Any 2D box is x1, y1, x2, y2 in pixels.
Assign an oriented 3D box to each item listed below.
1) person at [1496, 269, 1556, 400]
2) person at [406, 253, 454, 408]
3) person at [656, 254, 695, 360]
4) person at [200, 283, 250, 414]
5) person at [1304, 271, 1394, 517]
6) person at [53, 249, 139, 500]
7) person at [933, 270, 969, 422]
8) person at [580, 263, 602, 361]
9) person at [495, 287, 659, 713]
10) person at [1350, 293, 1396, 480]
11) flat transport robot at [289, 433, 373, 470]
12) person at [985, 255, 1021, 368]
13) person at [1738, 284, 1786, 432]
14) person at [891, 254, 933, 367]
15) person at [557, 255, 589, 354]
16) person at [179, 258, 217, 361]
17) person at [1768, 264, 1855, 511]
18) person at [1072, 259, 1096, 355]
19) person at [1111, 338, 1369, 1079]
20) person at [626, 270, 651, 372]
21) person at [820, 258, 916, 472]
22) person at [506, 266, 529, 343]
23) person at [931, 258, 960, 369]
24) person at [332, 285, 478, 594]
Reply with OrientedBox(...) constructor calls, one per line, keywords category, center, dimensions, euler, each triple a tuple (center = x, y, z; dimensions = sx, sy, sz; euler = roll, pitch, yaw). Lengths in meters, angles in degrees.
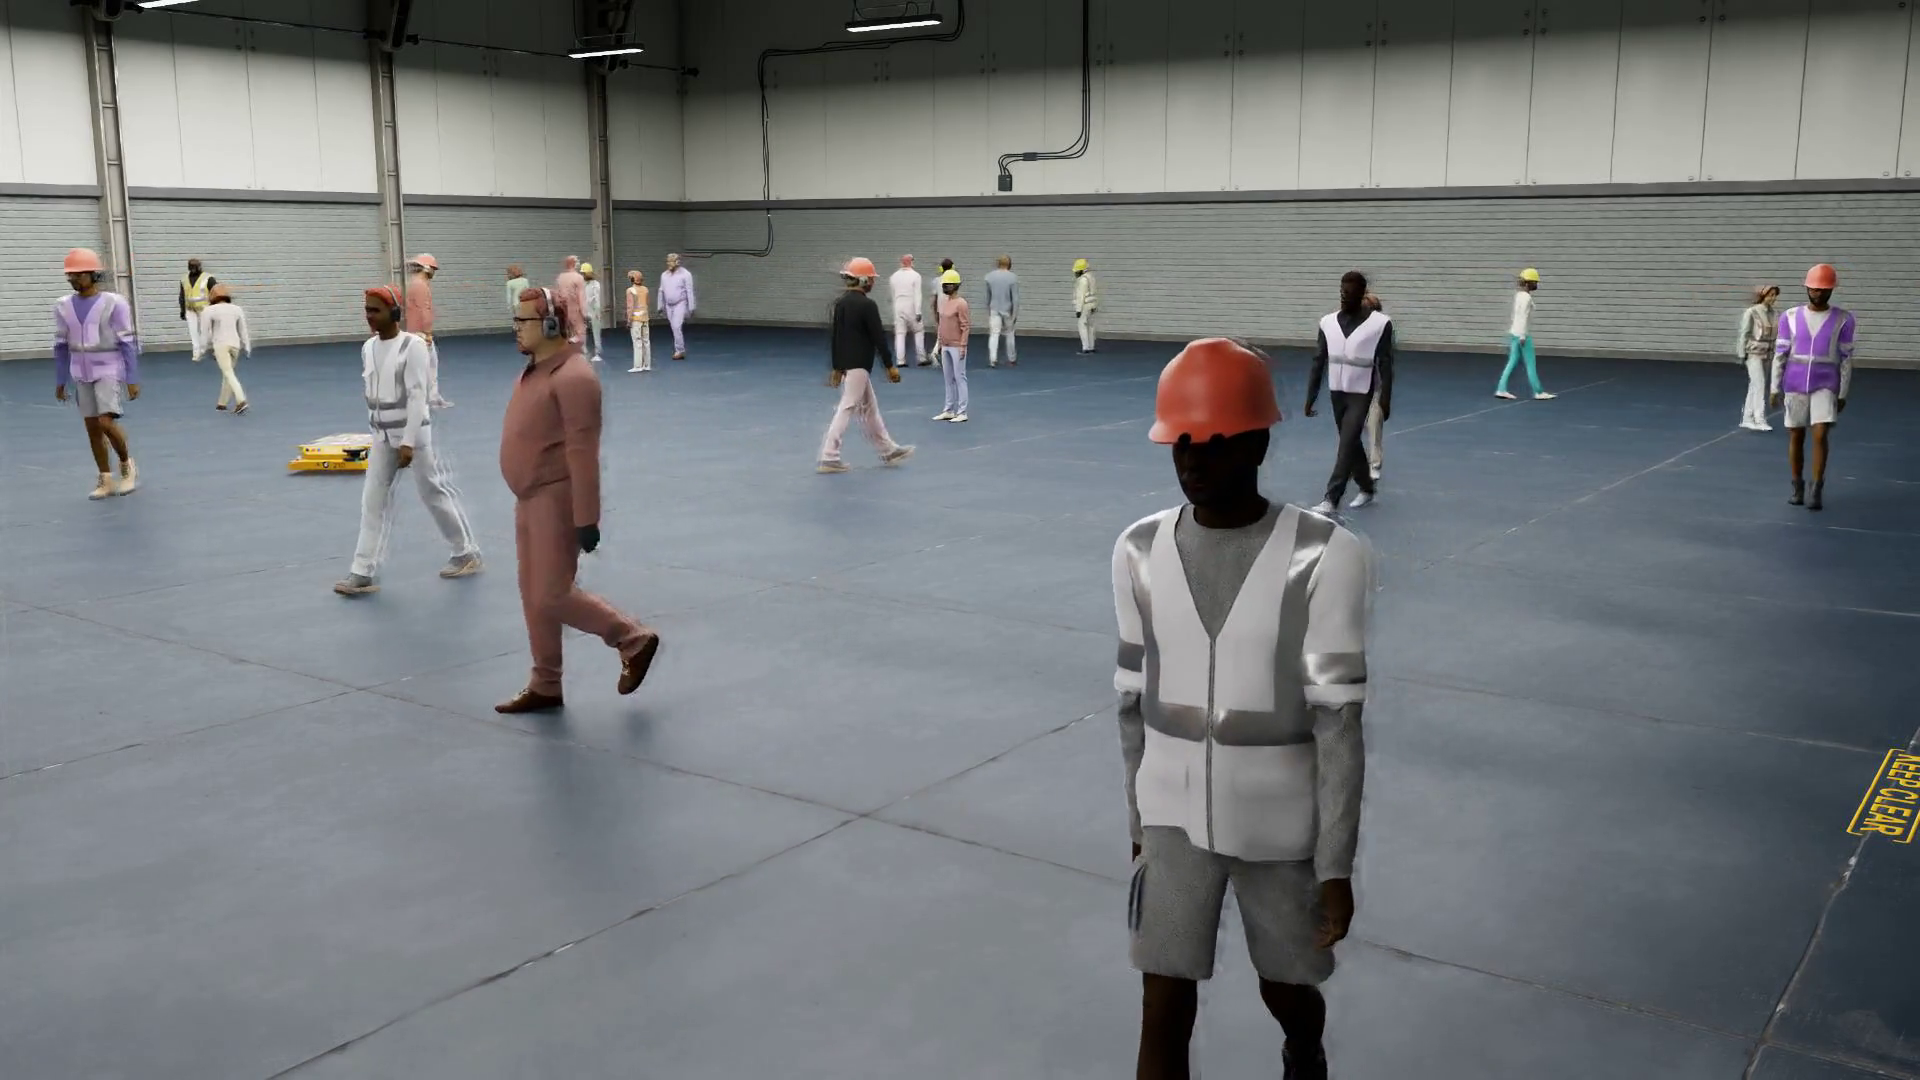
OrientedBox(category="person", center=(7.528, -2.723, 22.094), dimensions=(0.671, 1.741, 0.544), euler=(1, 10, 7))
OrientedBox(category="person", center=(-6.823, -2.615, 20.884), dimensions=(0.711, 1.961, 0.647), euler=(-3, 11, -17))
OrientedBox(category="person", center=(-5.104, -4.134, 29.576), dimensions=(0.664, 1.881, 0.706), euler=(6, 12, 31))
OrientedBox(category="person", center=(-8.981, -2.346, 20.387), dimensions=(0.860, 1.588, 0.533), euler=(7, 13, 36))
OrientedBox(category="person", center=(2.994, -1.128, 12.807), dimensions=(0.610, 1.863, 1.029), euler=(9, 14, 42))
OrientedBox(category="person", center=(-6.992, -1.321, 13.434), dimensions=(0.623, 2.029, 0.457), euler=(1, 10, 5))
OrientedBox(category="person", center=(-0.096, -2.253, 19.376), dimensions=(0.322, 1.769, 0.523), euler=(-7, 12, -34))
OrientedBox(category="person", center=(-6.535, -3.988, 29.221), dimensions=(0.492, 1.723, 0.613), euler=(5, 11, 24))
OrientedBox(category="person", center=(-1.746, -0.167, 7.356), dimensions=(0.616, 1.889, 0.649), euler=(-6, 12, -30))
OrientedBox(category="person", center=(3.572, -1.349, 14.670), dimensions=(0.513, 1.641, 0.307), euler=(6, 12, 30))
OrientedBox(category="flat transport robot", center=(-5.748, -0.848, 15.694), dimensions=(0.652, 0.197, 1.431), euler=(0, 10, -2))
OrientedBox(category="person", center=(0.711, -3.818, 27.825), dimensions=(0.632, 1.893, 1.005), euler=(3, 11, 16))
OrientedBox(category="person", center=(8.907, -1.994, 18.316), dimensions=(0.540, 1.614, 0.674), euler=(-4, 11, -21))
OrientedBox(category="person", center=(-0.798, -3.854, 28.006), dimensions=(0.662, 1.877, 0.796), euler=(7, 12, 35))
OrientedBox(category="person", center=(-6.374, -3.719, 27.257), dimensions=(0.690, 1.882, 0.655), euler=(-9, 14, -41))
OrientedBox(category="person", center=(-13.439, -4.075, 29.434), dimensions=(0.654, 1.823, 0.548), euler=(1, 10, 4))
OrientedBox(category="person", center=(6.633, -1.185, 13.008), dimensions=(0.550, 1.911, 0.786), euler=(7, 12, 33))
OrientedBox(category="person", center=(2.331, -4.356, 31.119), dimensions=(0.440, 1.782, 0.729), euler=(3, 10, 15))
OrientedBox(category="person", center=(0.574, 0.536, 3.397), dimensions=(0.558, 1.908, 0.917), euler=(5, 11, 26))
OrientedBox(category="person", center=(-5.198, -3.524, 26.847), dimensions=(0.313, 1.642, 0.513), euler=(5, 11, 27))
OrientedBox(category="person", center=(-0.868, -1.598, 15.222), dimensions=(1.038, 1.934, 0.607), euler=(-5, 11, -27))
OrientedBox(category="person", center=(-9.147, -4.868, 34.488), dimensions=(0.318, 1.598, 0.573), euler=(9, 14, 42))
OrientedBox(category="person", center=(-0.226, -3.724, 27.453), dimensions=(0.546, 1.840, 0.698), euler=(6, 12, 30))
OrientedBox(category="person", center=(-3.368, -0.617, 10.057), dimensions=(0.592, 1.840, 1.006), euler=(6, 12, 29))
